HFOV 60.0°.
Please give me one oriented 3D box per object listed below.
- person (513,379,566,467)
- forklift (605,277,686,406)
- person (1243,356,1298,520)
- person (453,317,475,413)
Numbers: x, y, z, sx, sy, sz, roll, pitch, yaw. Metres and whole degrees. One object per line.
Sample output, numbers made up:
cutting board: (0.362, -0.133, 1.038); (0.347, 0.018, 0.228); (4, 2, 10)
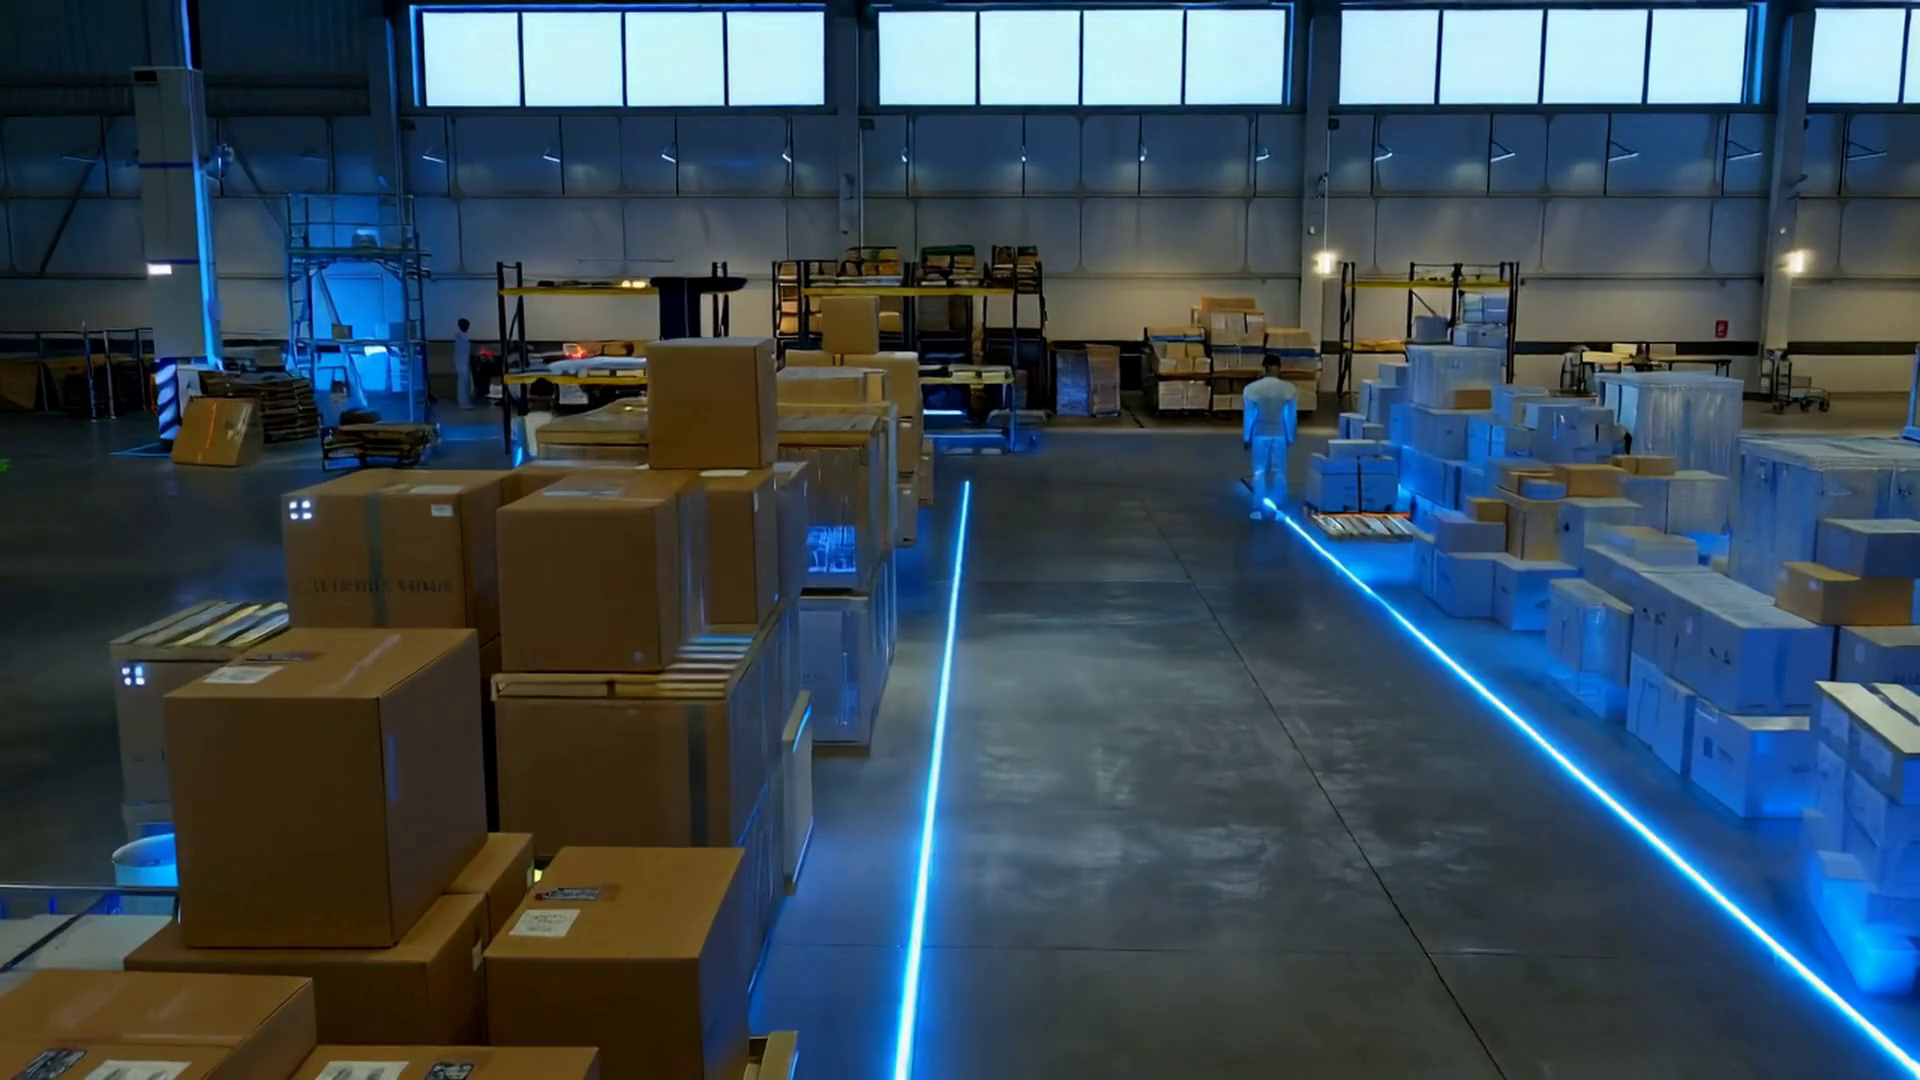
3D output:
person: (-4.038, -0.619, 16.249); (0.548, 1.900, 0.862); (0, 9, -1)
forklift: (-4.121, -2.375, 23.862); (1.873, 2.768, 1.129); (-1, 10, -5)
person: (3.654, -1.197, 19.622); (0.630, 1.940, 0.370); (1, 10, 9)
person: (-10.050, -3.533, 33.619); (0.355, 1.936, 0.635); (-4, 10, -21)
